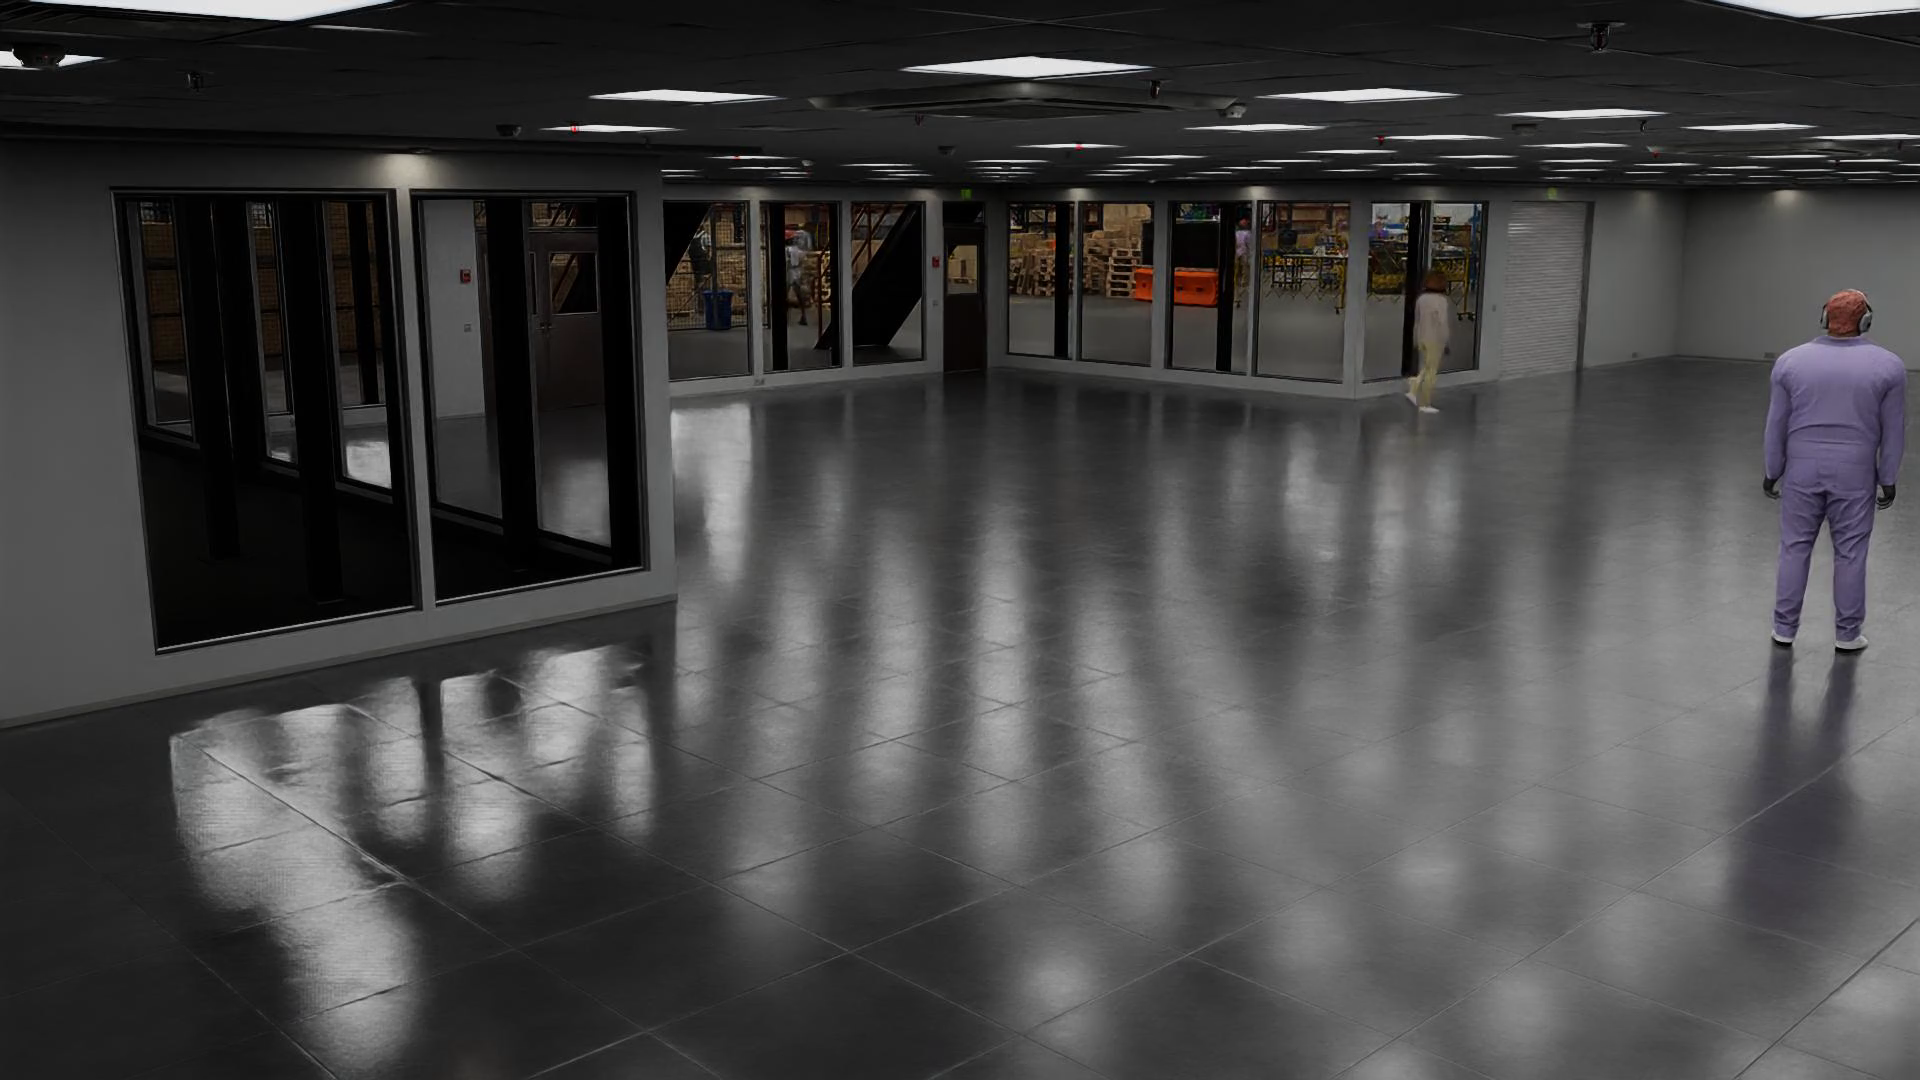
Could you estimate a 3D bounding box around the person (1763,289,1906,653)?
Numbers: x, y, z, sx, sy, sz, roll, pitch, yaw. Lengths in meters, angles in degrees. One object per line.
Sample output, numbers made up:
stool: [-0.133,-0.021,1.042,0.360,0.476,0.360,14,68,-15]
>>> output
person: [4.600,-0.363,8.787,0.649,1.906,0.401,7,13,31]

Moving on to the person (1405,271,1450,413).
person: [5.373,-2.247,18.928,0.353,1.622,0.510,-4,12,-19]
